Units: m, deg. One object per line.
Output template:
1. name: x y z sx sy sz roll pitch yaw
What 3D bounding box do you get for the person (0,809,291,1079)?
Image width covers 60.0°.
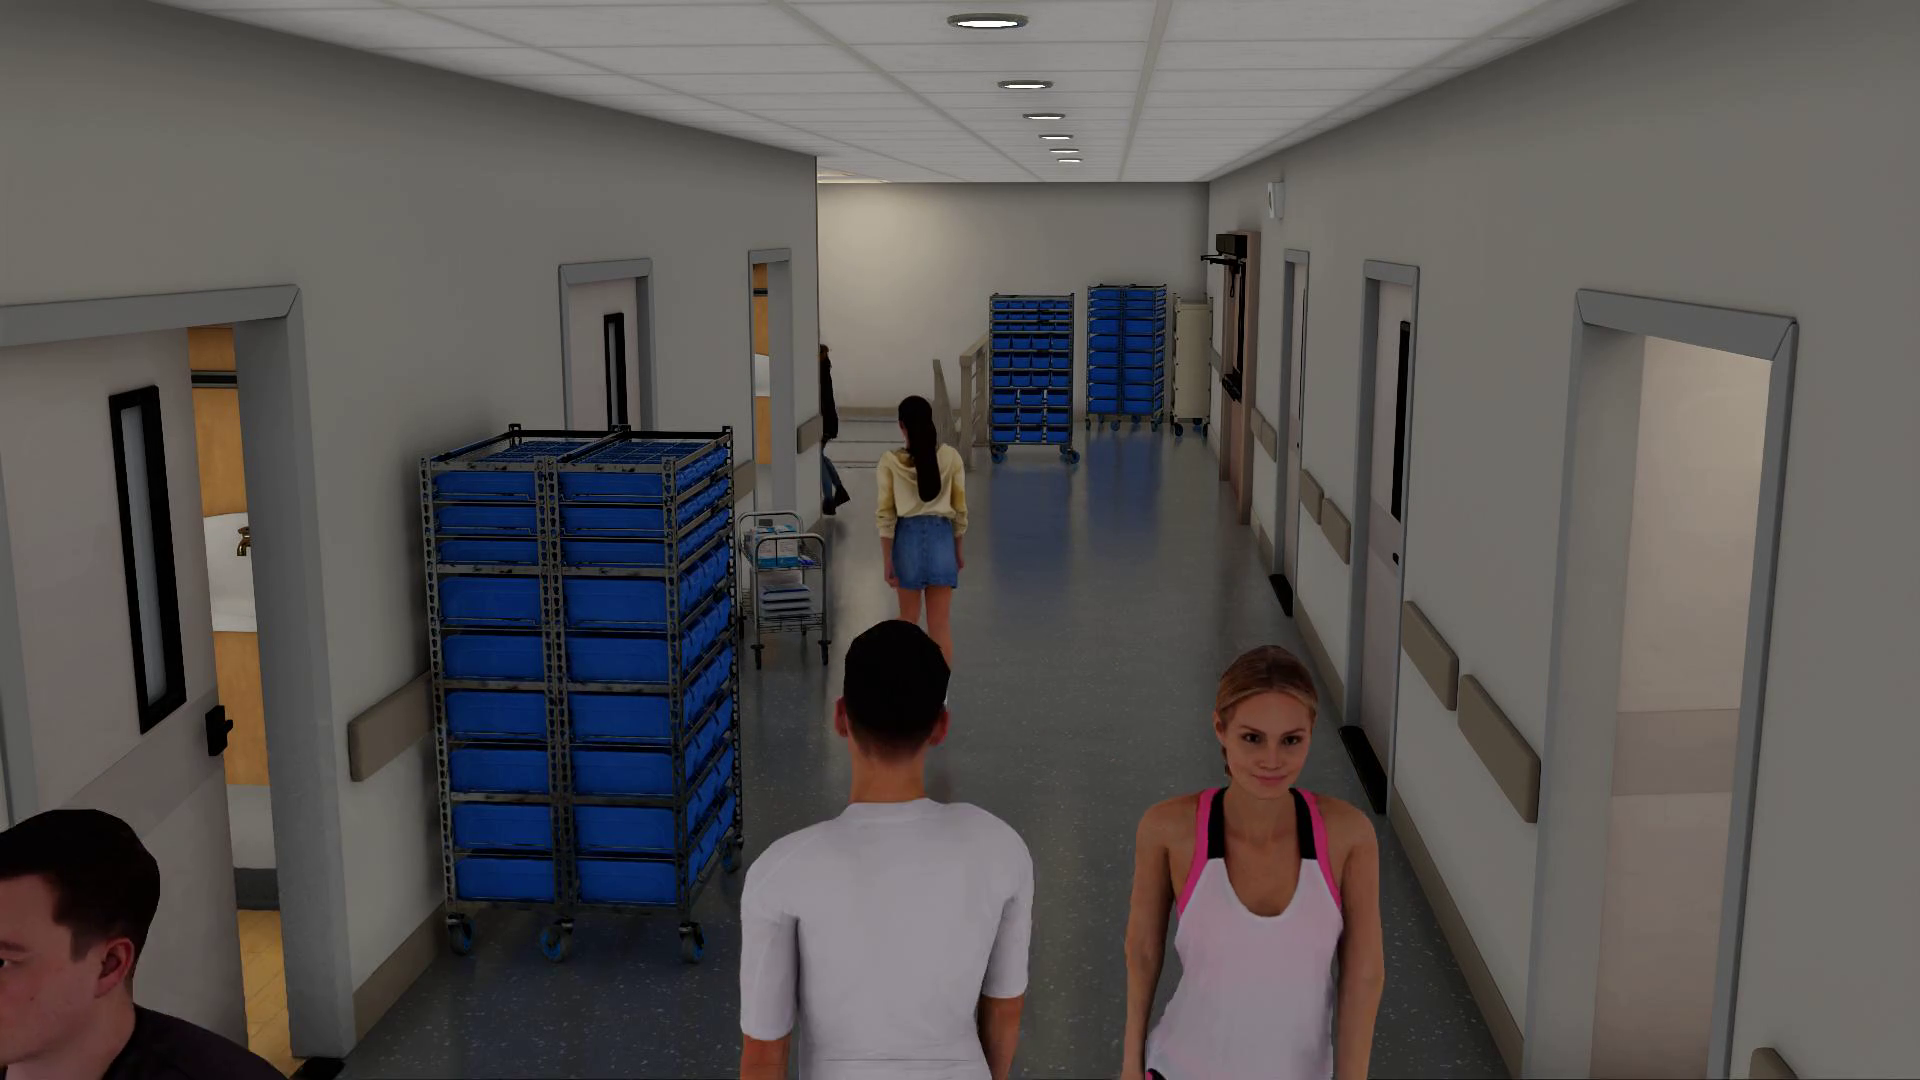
1. person: -0.940 1.200 2.072 0.947 1.806 1.205 4 12 22

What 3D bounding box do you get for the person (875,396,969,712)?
1. person: -0.167 0.107 8.390 0.765 1.598 1.148 -1 11 -4

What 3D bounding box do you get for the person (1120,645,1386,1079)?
1. person: 0.514 1.026 3.133 0.629 1.752 0.896 0 11 2

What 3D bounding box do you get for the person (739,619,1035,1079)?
1. person: -0.096 1.053 2.746 0.773 1.843 0.819 -3 11 -14
